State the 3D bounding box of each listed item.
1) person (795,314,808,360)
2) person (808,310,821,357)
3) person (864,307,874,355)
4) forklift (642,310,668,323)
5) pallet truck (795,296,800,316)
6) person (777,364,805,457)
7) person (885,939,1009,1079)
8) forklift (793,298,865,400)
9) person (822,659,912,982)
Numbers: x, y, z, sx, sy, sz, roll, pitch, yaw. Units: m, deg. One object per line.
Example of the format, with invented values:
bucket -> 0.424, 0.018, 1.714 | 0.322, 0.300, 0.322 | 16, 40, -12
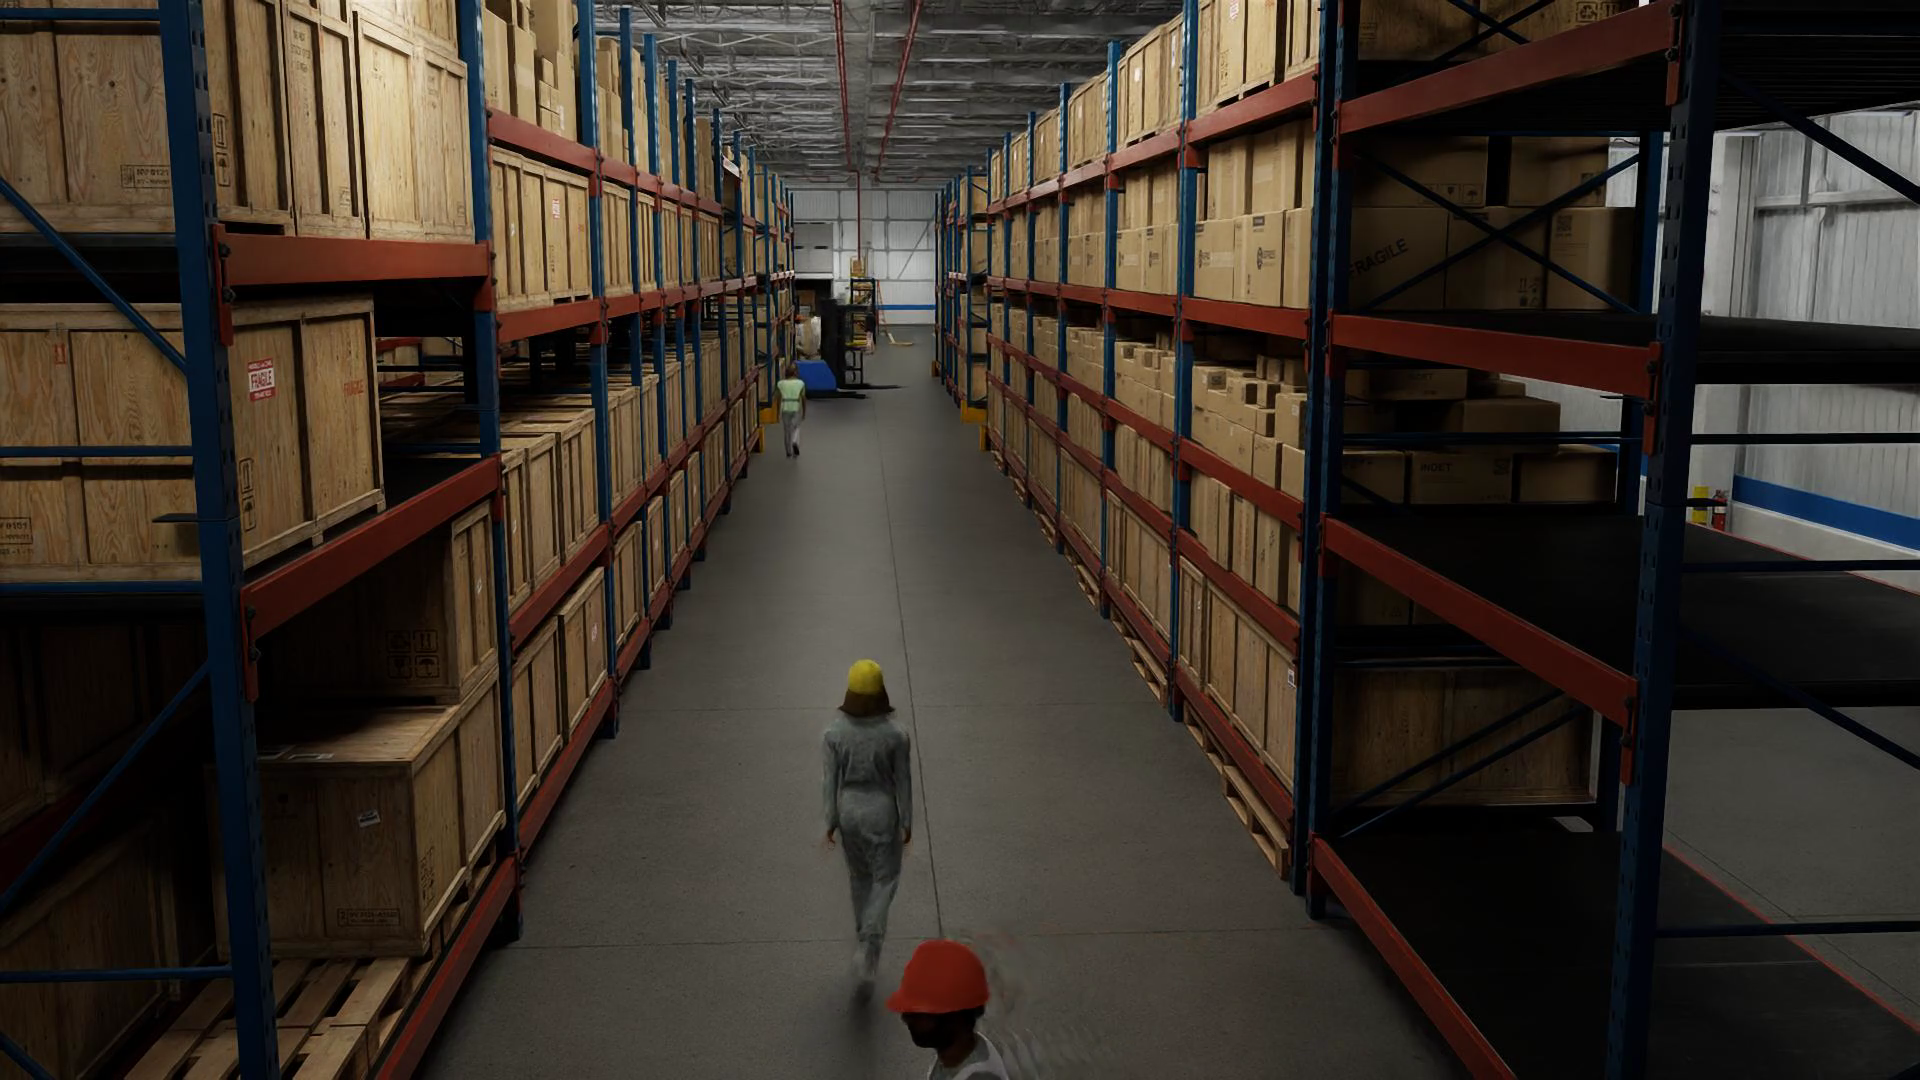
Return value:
person -> -5.870, -7.290, 60.856 | 0.531, 1.926, 0.551 | -5, 11, -29
person -> -5.783, -8.335, 67.149 | 0.688, 1.915, 0.656 | -4, 10, -24
person -> -3.783, -8.632, 68.710 | 0.406, 1.984, 0.658 | 3, 10, 19
forklift -> -10.366, -7.063, 56.657 | 1.129, 2.768, 1.873 | -1, 10, -3
pallet truck -> -8.622, -12.439, 91.403 | 1.885, 1.965, 0.823 | 2, 10, 13
person -> -3.334, -2.545, 32.813 | 0.578, 1.831, 0.432 | 0, 10, -2
person -> -0.080, 2.090, 4.940 | 0.987, 1.883, 0.570 | -1, 10, -5
forklift -> -3.679, -5.334, 46.329 | 1.873, 2.768, 1.129 | -3, 10, -15
person -> -0.510, 1.499, 8.945 | 0.494, 1.724, 0.627 | 2, 10, 13
